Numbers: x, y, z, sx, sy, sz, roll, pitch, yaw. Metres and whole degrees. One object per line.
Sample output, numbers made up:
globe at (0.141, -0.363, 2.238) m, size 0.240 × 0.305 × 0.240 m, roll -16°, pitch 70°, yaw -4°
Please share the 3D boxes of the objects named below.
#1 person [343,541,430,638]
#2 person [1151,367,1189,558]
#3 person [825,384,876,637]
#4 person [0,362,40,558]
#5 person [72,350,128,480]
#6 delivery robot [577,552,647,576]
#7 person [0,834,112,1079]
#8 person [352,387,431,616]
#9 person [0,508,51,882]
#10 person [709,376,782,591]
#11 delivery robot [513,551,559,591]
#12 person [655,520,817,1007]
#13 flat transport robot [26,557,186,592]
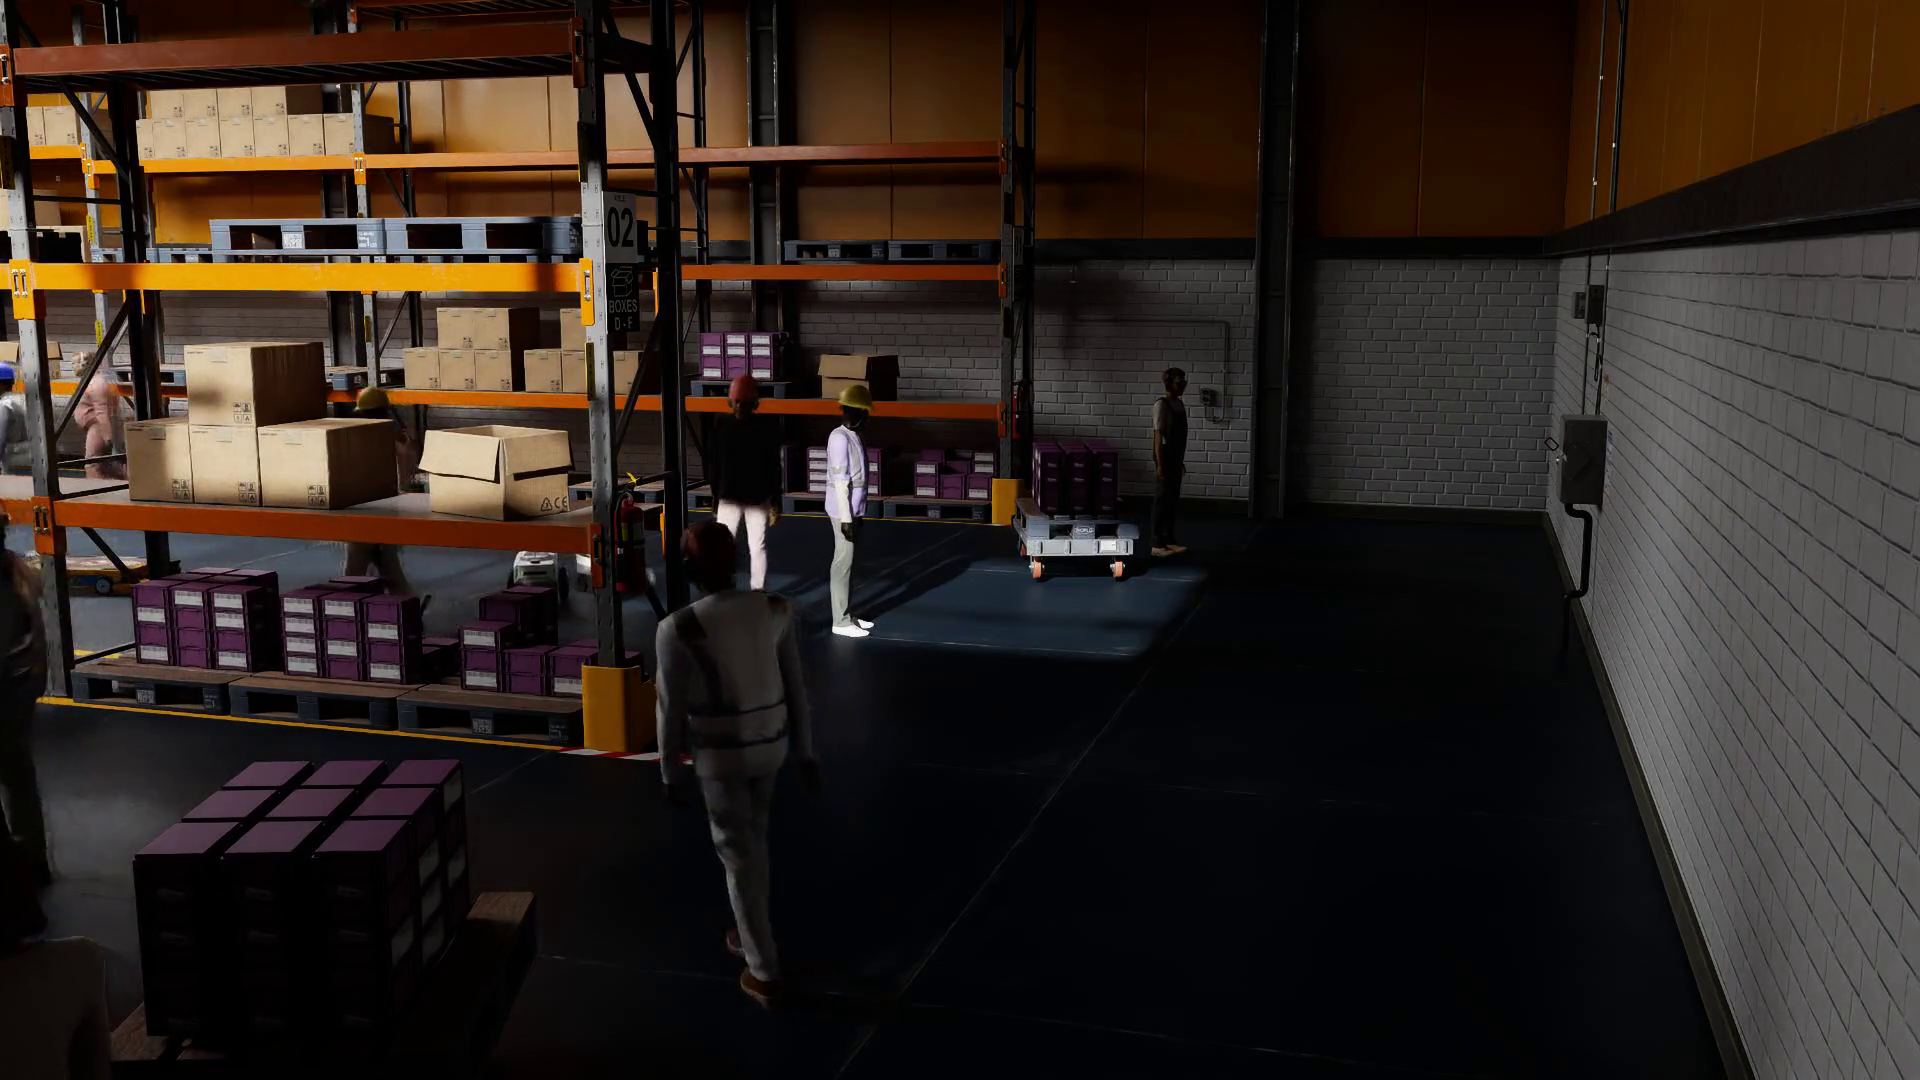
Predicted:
person at (-4.149, 0.073, 11.876) m, size 0.838 × 1.598 × 0.525 m, roll 3°, pitch 10°, yaw 17°
person at (2.052, -0.757, 16.183) m, size 0.330 × 1.844 × 0.520 m, roll 6°, pitch 11°, yaw 32°
person at (-0.832, -0.230, 12.736) m, size 0.385 × 1.924 × 0.585 m, roll 1°, pitch 9°, yaw 6°
person at (-9.178, -0.744, 15.923) m, size 0.969 × 1.897 × 0.643 m, roll -3°, pitch 10°, yaw -18°
person at (-9.745, -1.233, 18.994) m, size 0.728 × 1.877 × 0.678 m, roll -5°, pitch 11°, yaw -29°
delivery robot at (-2.984, 0.163, 14.216) m, size 0.477 × 0.478 × 0.707 m, roll -8°, pitch 12°, yaw -40°
person at (-1.999, 1.430, 3.583) m, size 0.567 × 1.613 × 0.501 m, roll 5°, pitch 11°, yaw 28°
person at (-4.376, -0.230, 12.797) m, size 0.575 × 1.902 × 0.589 m, roll 3°, pitch 10°, yaw 15°
person at (-4.386, 0.686, 7.451) m, size 0.547 × 1.817 × 0.627 m, roll -5°, pitch 10°, yaw -27°
person at (-1.719, -0.325, 13.210) m, size 0.630 × 1.953 × 0.774 m, roll 2°, pitch 9°, yaw 10°
delivery robot at (-3.500, 0.242, 13.736) m, size 0.477 × 0.478 × 0.707 m, roll -2°, pitch 10°, yaw -12°
person at (-0.906, 0.836, 6.443) m, size 0.620 × 1.853 × 0.754 m, roll -7°, pitch 11°, yaw -35°
flat transport robot at (-7.644, 0.292, 14.571) m, size 1.431 × 0.197 × 0.652 m, roll 0°, pitch 9°, yaw 3°
